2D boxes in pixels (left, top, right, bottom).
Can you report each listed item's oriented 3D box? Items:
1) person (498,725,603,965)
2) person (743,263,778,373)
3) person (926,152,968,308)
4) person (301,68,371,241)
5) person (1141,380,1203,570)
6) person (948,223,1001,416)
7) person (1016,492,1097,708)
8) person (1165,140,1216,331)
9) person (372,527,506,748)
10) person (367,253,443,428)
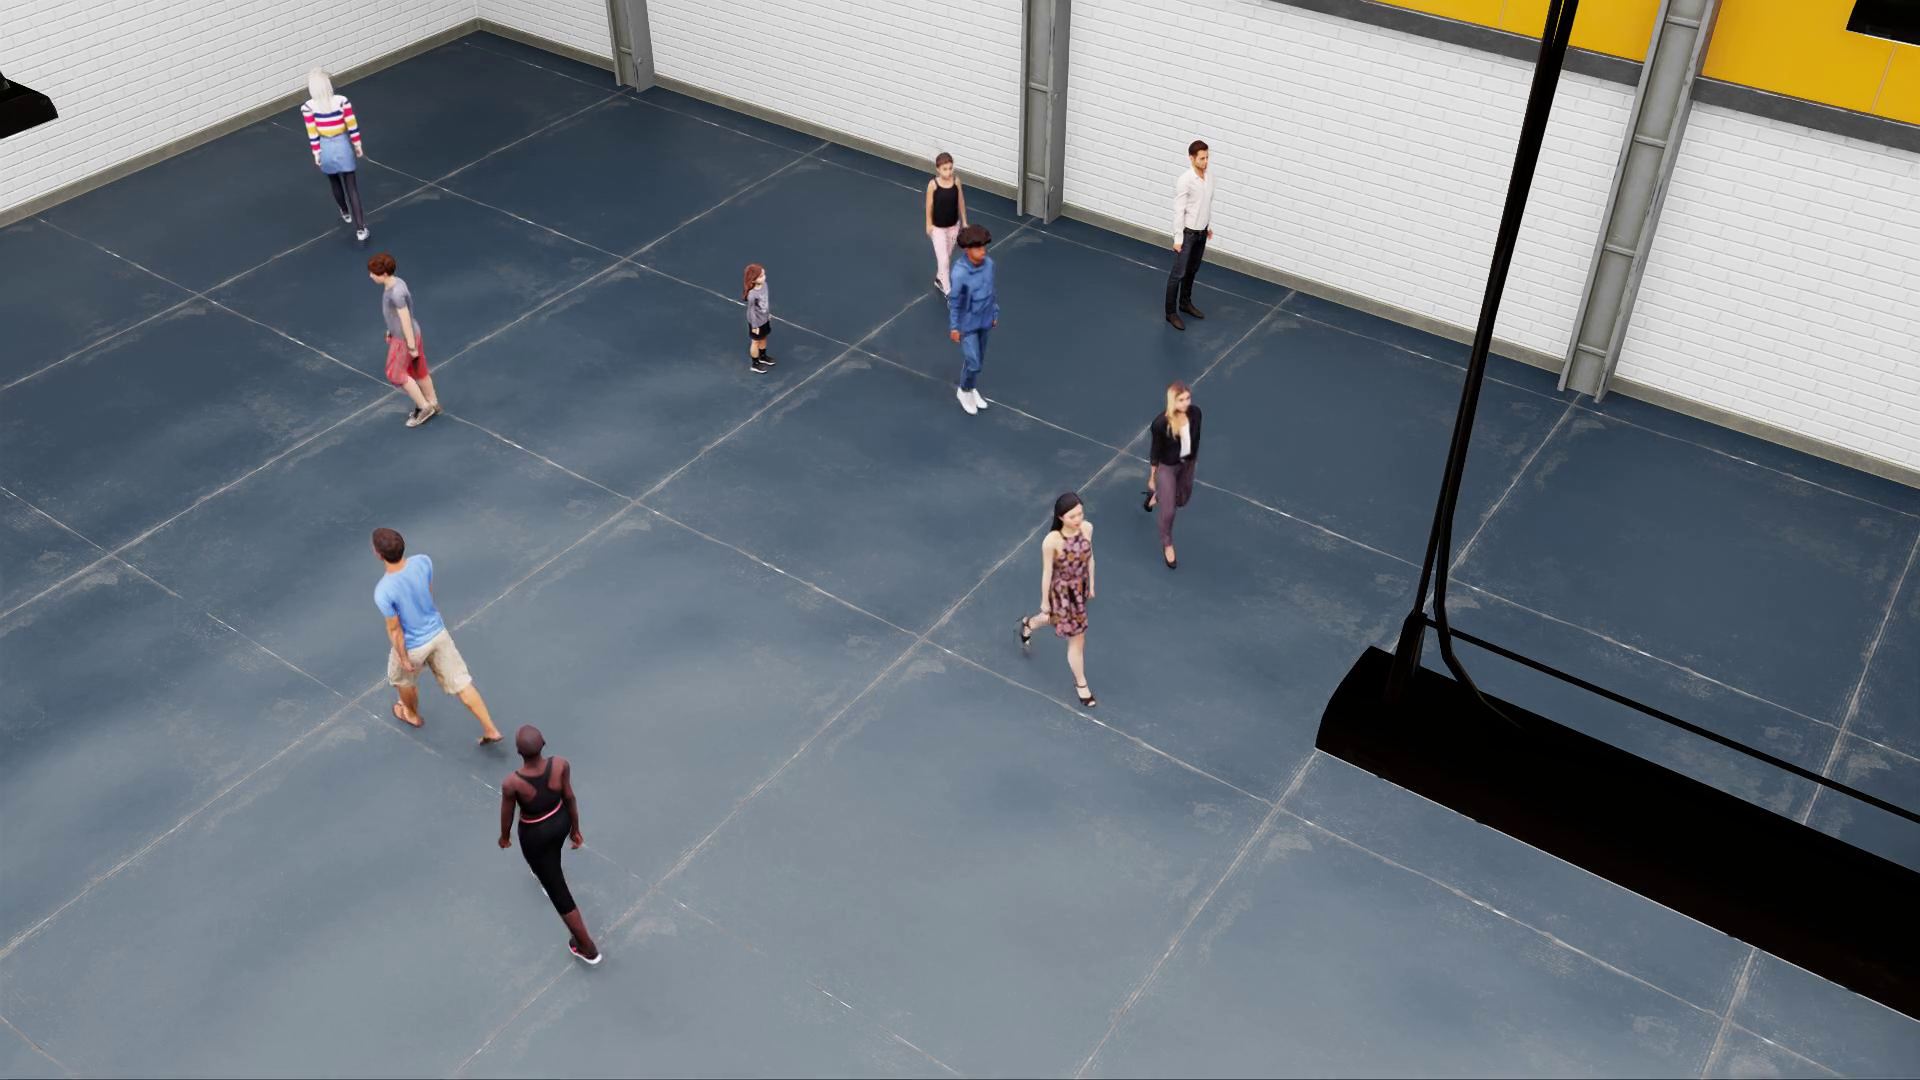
[{"bbox_3d":[-2.441,1.848,9.972,0.810,1.716,1.230,-28,46,-30],"label":"person"},{"bbox_3d":[-1.864,-2.081,15.380,0.506,1.107,0.507,12,40,15],"label":"person"},{"bbox_3d":[-0.177,-3.098,16.306,0.827,1.540,1.012,-17,42,-20],"label":"person"},{"bbox_3d":[-6.435,-3.947,17.185,1.042,1.770,1.205,-13,40,-16],"label":"person"},{"bbox_3d":[1.630,-0.570,13.051,0.855,1.653,1.003,-16,41,-19],"label":"person"},{"bbox_3d":[0.053,-1.980,14.698,0.732,1.801,0.676,-32,48,-33],"label":"person"},{"bbox_3d":[0.714,0.354,11.822,0.832,1.742,1.192,-26,45,-29],"label":"person"},{"bbox_3d":[2.199,-2.930,15.832,0.708,1.870,0.593,-32,48,-34],"label":"person"},{"bbox_3d":[-3.593,0.700,11.311,1.236,1.839,0.657,26,45,29],"label":"person"},{"bbox_3d":[-4.774,-1.786,14.587,0.772,1.635,0.707,-13,40,-16],"label":"person"}]
